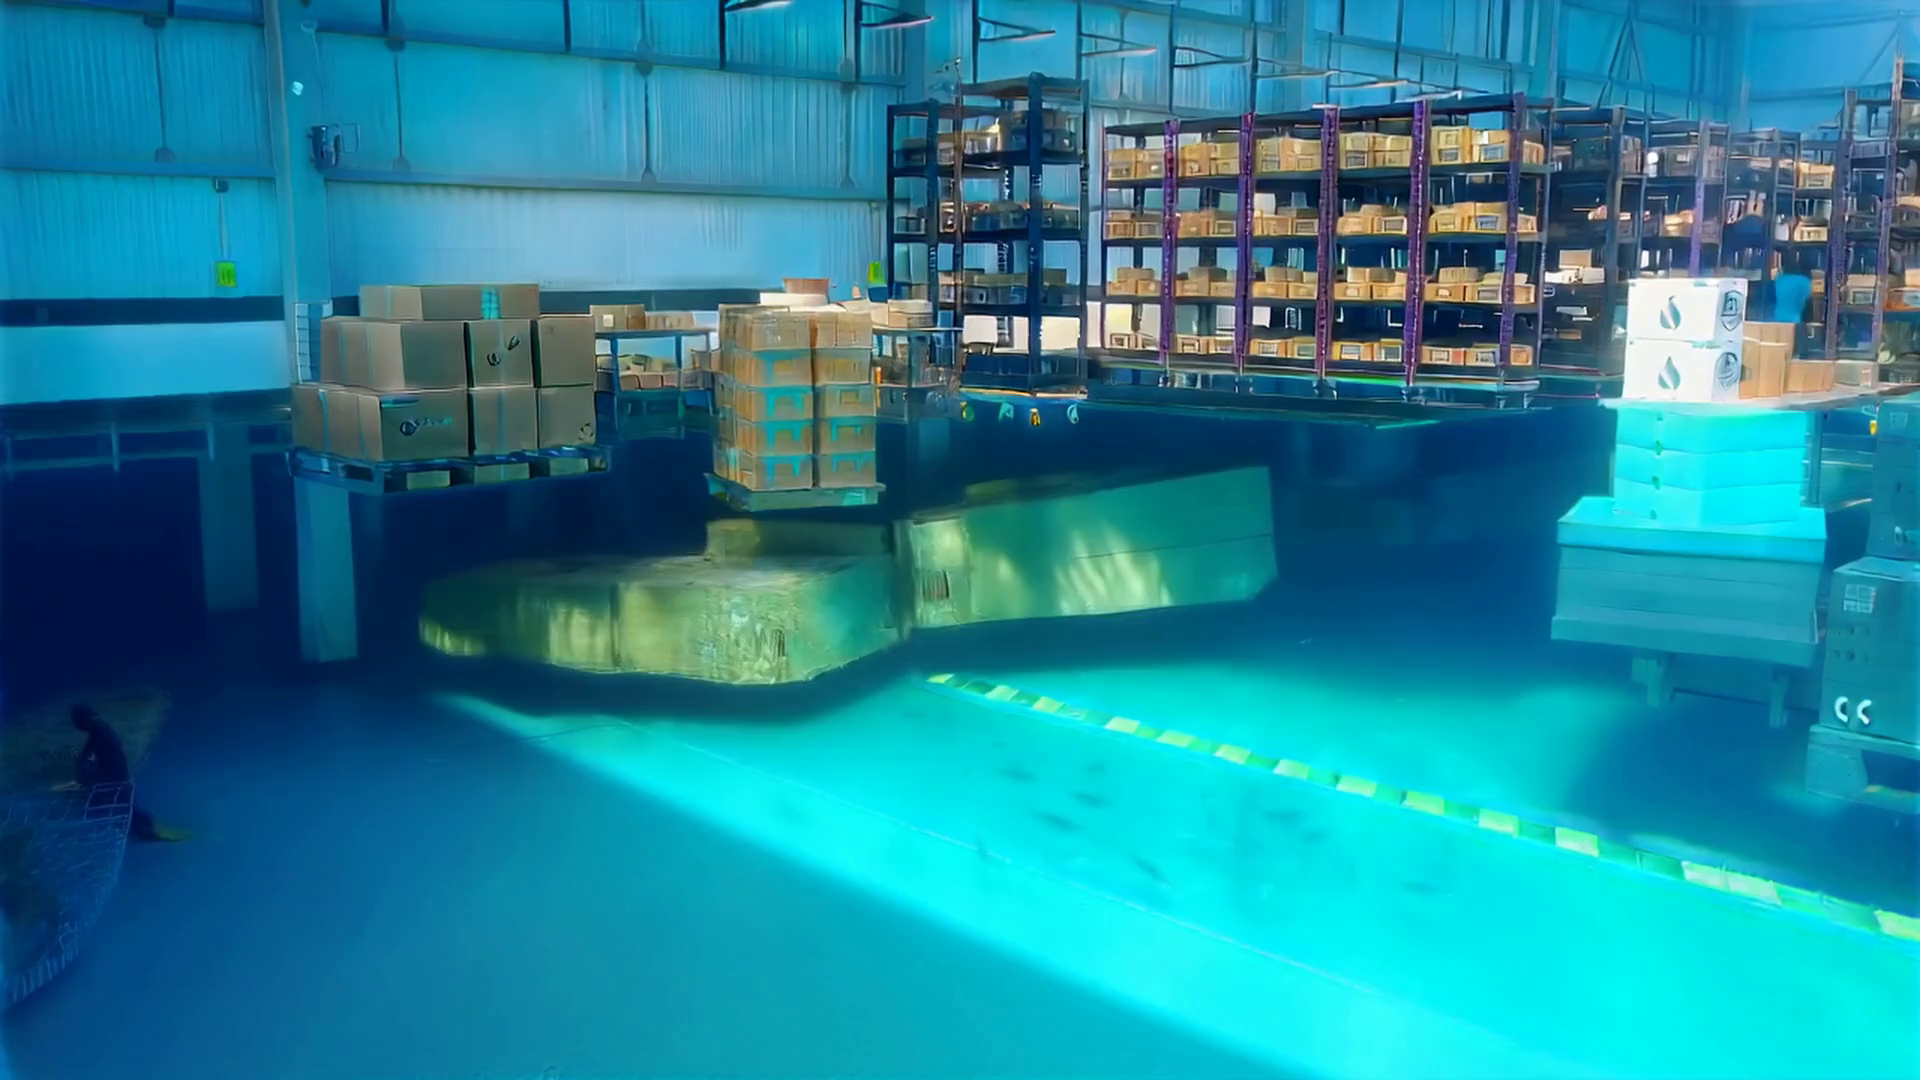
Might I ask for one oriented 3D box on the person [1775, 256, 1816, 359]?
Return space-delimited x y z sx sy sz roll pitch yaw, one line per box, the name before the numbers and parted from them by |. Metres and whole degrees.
person | 11.330 -2.966 22.689 0.935 1.809 0.586 -6 11 -33
